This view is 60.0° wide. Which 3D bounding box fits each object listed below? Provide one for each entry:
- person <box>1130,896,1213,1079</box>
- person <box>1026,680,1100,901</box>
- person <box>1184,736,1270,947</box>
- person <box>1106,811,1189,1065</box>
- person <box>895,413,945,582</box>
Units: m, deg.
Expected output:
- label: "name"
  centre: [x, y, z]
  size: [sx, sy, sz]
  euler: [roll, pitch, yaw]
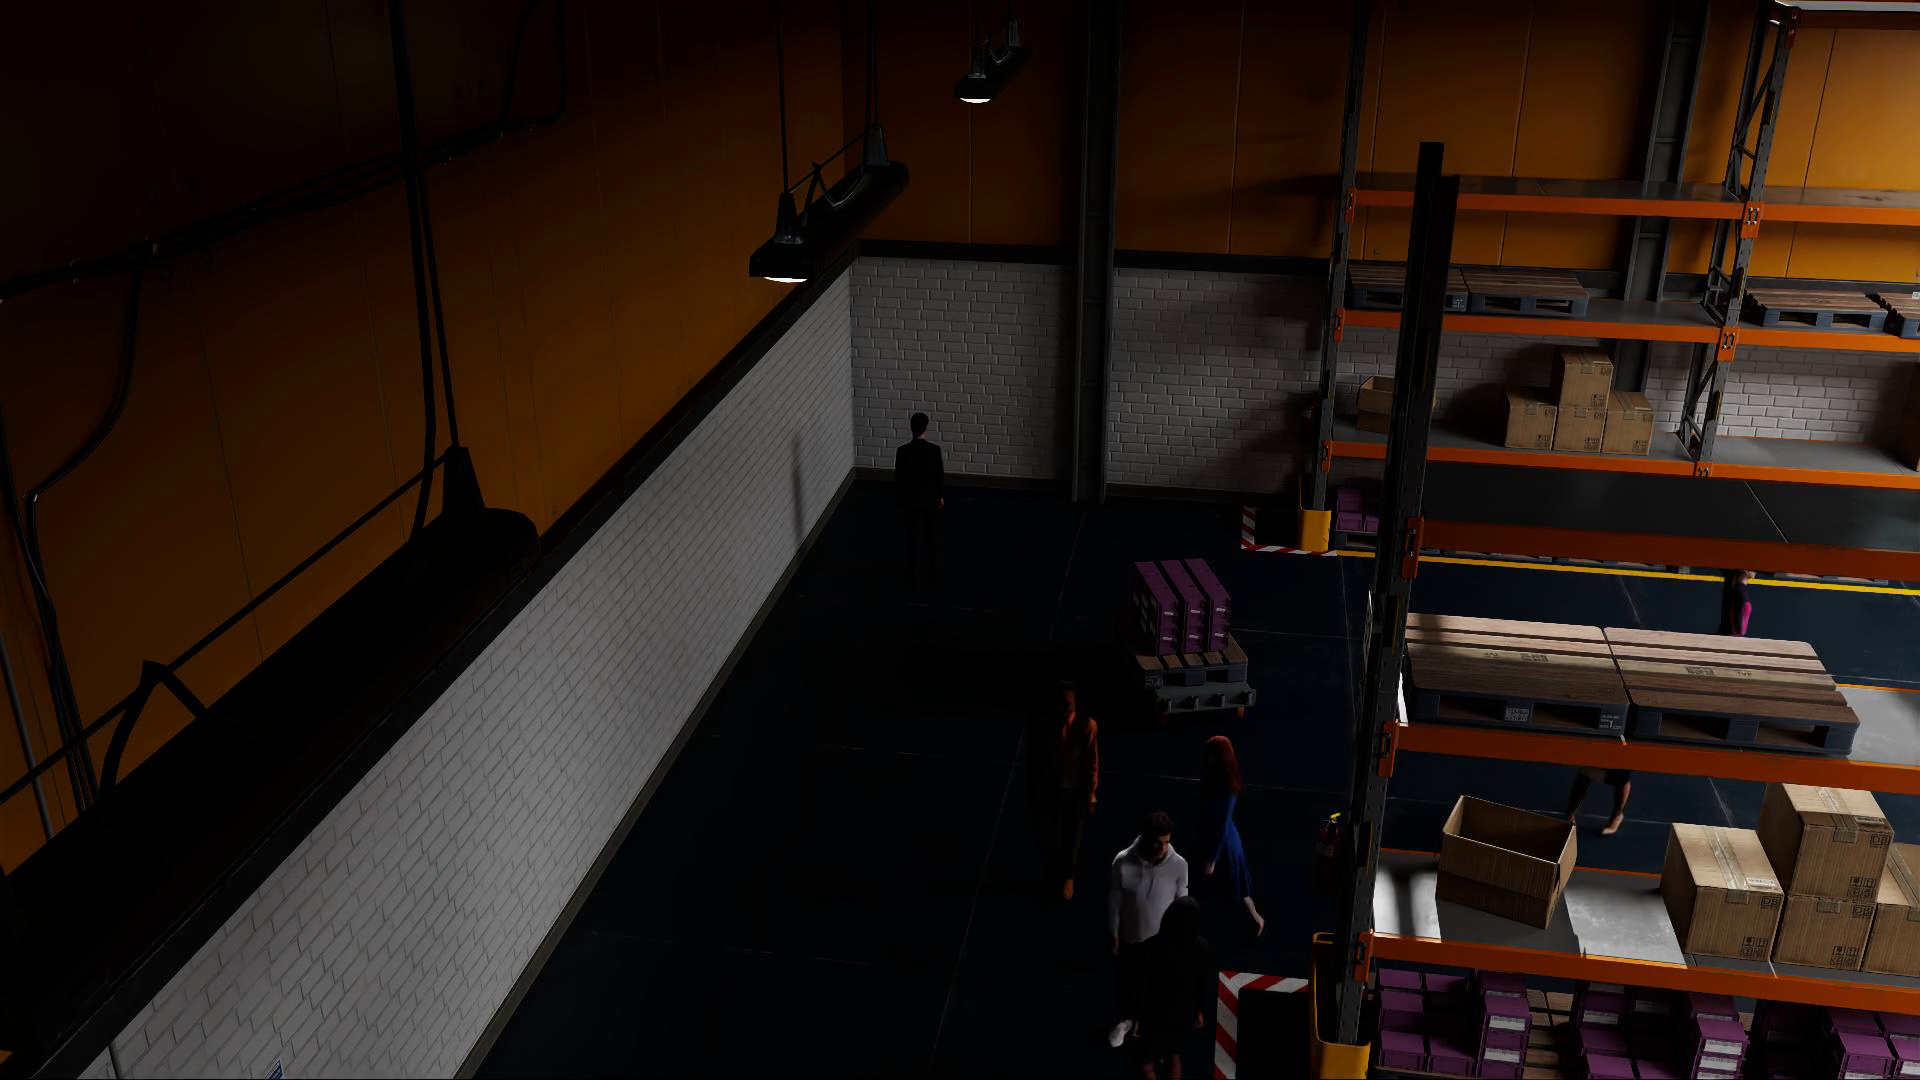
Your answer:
- label: "person"
  centre: [1.288, 2.976, 10.279]
  size: [0.805, 1.696, 0.866]
  euler: [-7, 25, -16]
- label: "person"
  centre: [0.786, 1.832, 12.649]
  size: [0.619, 1.894, 0.765]
  euler: [2, 24, 6]
- label: "person"
  centre: [1.928, 2.233, 11.870]
  size: [1.208, 1.783, 0.952]
  euler: [-6, 24, -13]
- label: "person"
  centre: [1.211, 2.553, 10.984]
  size: [0.657, 1.907, 0.754]
  euler: [4, 24, 9]
- label: "person"
  centre: [-0.428, -0.463, 17.899]
  size: [0.663, 1.894, 0.821]
  euler: [-3, 24, -8]
